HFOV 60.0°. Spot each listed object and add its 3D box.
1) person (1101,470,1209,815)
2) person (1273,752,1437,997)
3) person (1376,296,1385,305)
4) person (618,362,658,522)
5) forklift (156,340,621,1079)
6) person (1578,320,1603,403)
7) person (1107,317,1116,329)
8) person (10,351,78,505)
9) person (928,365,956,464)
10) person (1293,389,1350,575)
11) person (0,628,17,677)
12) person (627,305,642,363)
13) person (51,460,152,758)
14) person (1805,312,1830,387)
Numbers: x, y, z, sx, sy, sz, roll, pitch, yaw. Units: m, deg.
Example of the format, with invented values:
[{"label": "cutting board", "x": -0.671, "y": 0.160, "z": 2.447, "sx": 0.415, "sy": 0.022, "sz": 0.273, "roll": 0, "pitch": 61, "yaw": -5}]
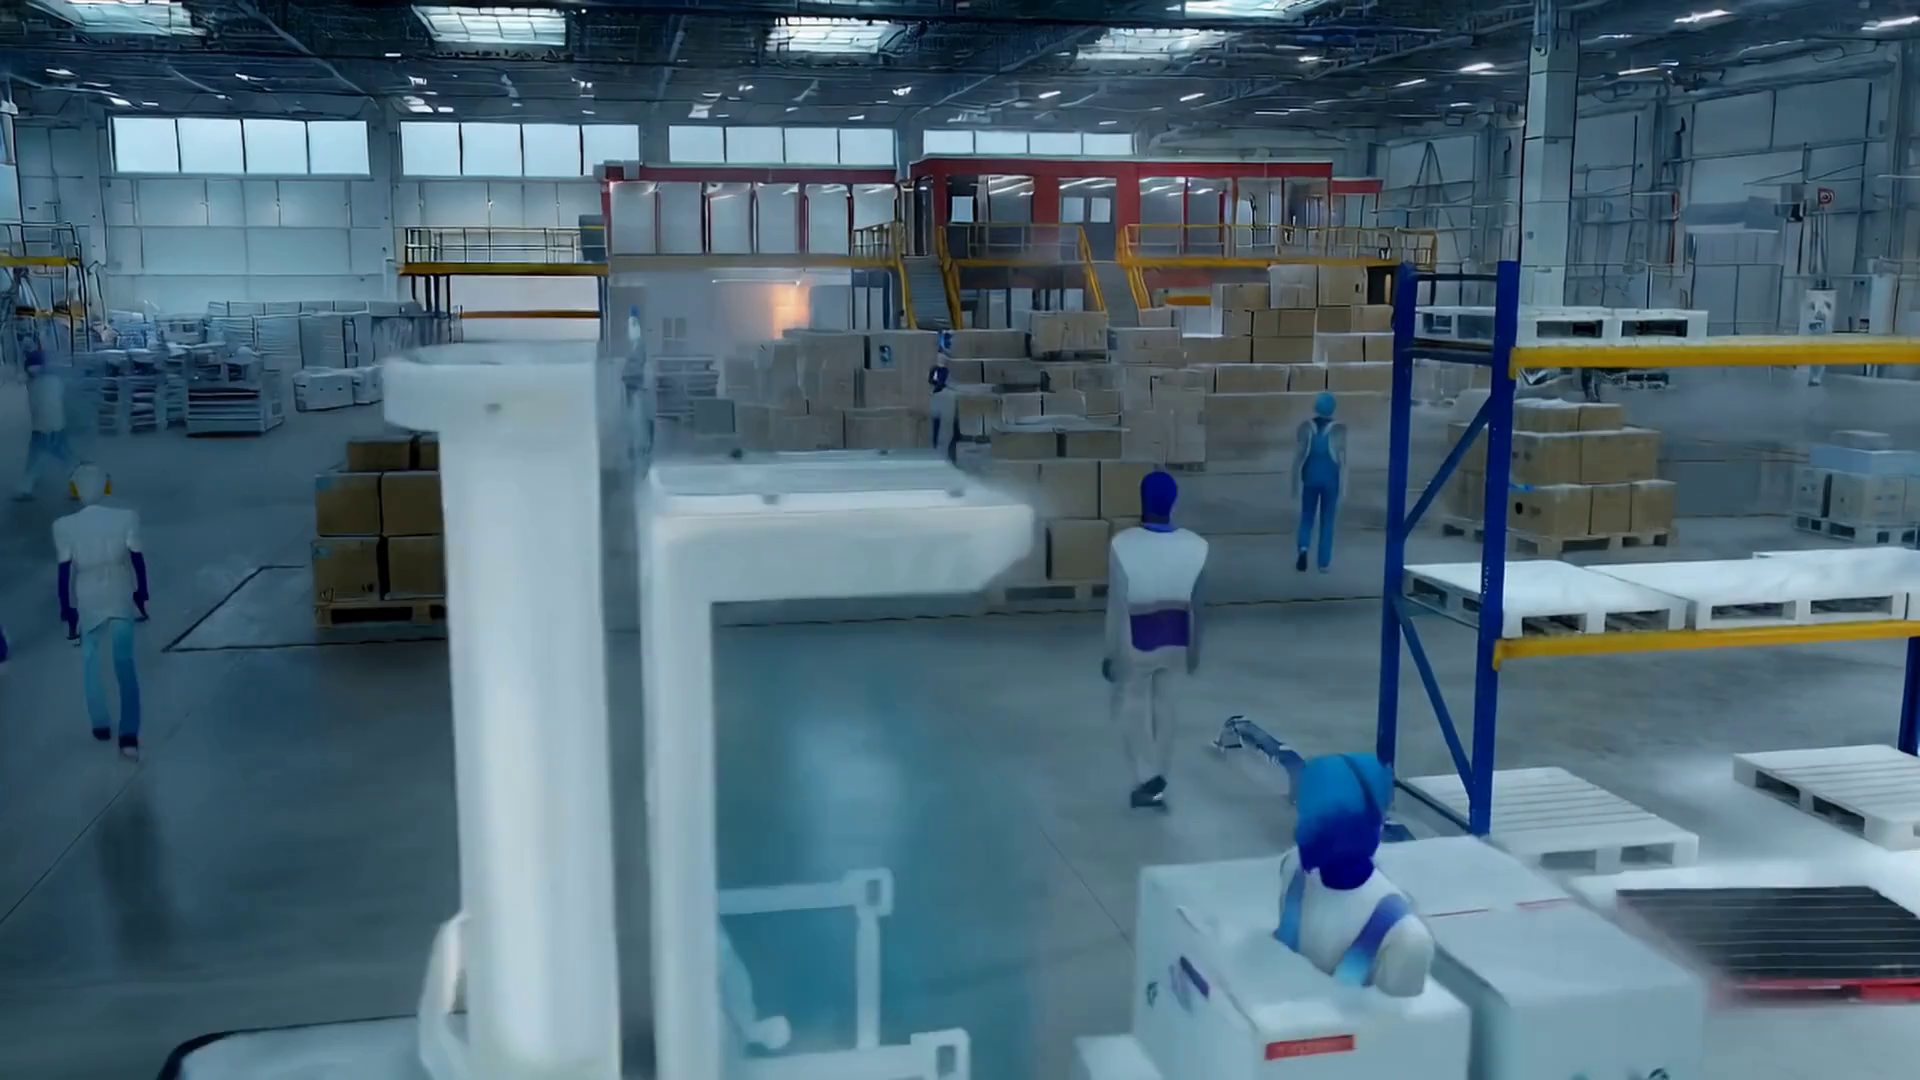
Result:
[{"label": "person", "x": 1.054, "y": 0.572, "z": 9.101, "sx": 0.629, "sy": 1.900, "sz": 0.449, "roll": -3, "pitch": 10, "yaw": -20}, {"label": "person", "x": 0.956, "y": 1.413, "z": 4.096, "sx": 0.495, "sy": 1.864, "sz": 0.596, "roll": -3, "pitch": 10, "yaw": -18}, {"label": "person", "x": 14.553, "y": -7.451, "z": 57.734, "sx": 0.376, "sy": 1.995, "sz": 0.612, "roll": 2, "pitch": 9, "yaw": 11}, {"label": "person", "x": -3.763, "y": -1.147, "z": 19.659, "sx": 0.361, "sy": 1.896, "sz": 0.571, "roll": -9, "pitch": 13, "yaw": -44}, {"label": "forklift", "x": -0.972, "y": 0.949, "z": 3.841, "sx": 1.873, "sy": 2.768, "sz": 1.129, "roll": -2, "pitch": 10, "yaw": -12}, {"label": "person", "x": 12.850, "y": -3.511, "z": 33.861, "sx": 0.616, "sy": 1.945, "sz": 0.404, "roll": -4, "pitch": 10, "yaw": -22}, {"label": "person", "x": 3.230, "y": -3.795, "z": 35.620, "sx": 0.372, "sy": 1.940, "sz": 0.627, "roll": 0, "pitch": 9, "yaw": 1}, {"label": "person", "x": -11.672, "y": -1.443, "z": 21.278, "sx": 0.626, "sy": 1.944, "sz": 1.033, "roll": 4, "pitch": 10, "yaw": 21}, {"label": "person", "x": -0.208, "y": -1.216, "z": 20.294, "sx": 1.001, "sy": 1.830, "sz": 0.531, "roll": 6, "pitch": 11, "yaw": 33}, {"label": "person", "x": 3.502, "y": -0.547, "z": 16.164, "sx": 0.525, "sy": 1.827, "sz": 0.517, "roll": 4, "pitch": 10, "yaw": 21}, {"label": "person", "x": -7.278, "y": 0.058, "z": 11.823, "sx": 0.679, "sy": 2.000, "sz": 1.052, "roll": 2, "pitch": 10, "yaw": 13}, {"label": "person", "x": -9.733, "y": -6.068, "z": 49.684, "sx": 0.423, "sy": 1.868, "sz": 0.607, "roll": 2, "pitch": 9, "yaw": 9}, {"label": "person", "x": -5.280, "y": 0.419, "z": 10.287, "sx": 0.520, "sy": 1.833, "sz": 0.936, "roll": -5, "pitch": 11, "yaw": -28}, {"label": "person", "x": 21.550, "y": -4.790, "z": 41.919, "sx": 0.642, "sy": 1.888, "sz": 0.654, "roll": 0, "pitch": 9, "yaw": -2}]
